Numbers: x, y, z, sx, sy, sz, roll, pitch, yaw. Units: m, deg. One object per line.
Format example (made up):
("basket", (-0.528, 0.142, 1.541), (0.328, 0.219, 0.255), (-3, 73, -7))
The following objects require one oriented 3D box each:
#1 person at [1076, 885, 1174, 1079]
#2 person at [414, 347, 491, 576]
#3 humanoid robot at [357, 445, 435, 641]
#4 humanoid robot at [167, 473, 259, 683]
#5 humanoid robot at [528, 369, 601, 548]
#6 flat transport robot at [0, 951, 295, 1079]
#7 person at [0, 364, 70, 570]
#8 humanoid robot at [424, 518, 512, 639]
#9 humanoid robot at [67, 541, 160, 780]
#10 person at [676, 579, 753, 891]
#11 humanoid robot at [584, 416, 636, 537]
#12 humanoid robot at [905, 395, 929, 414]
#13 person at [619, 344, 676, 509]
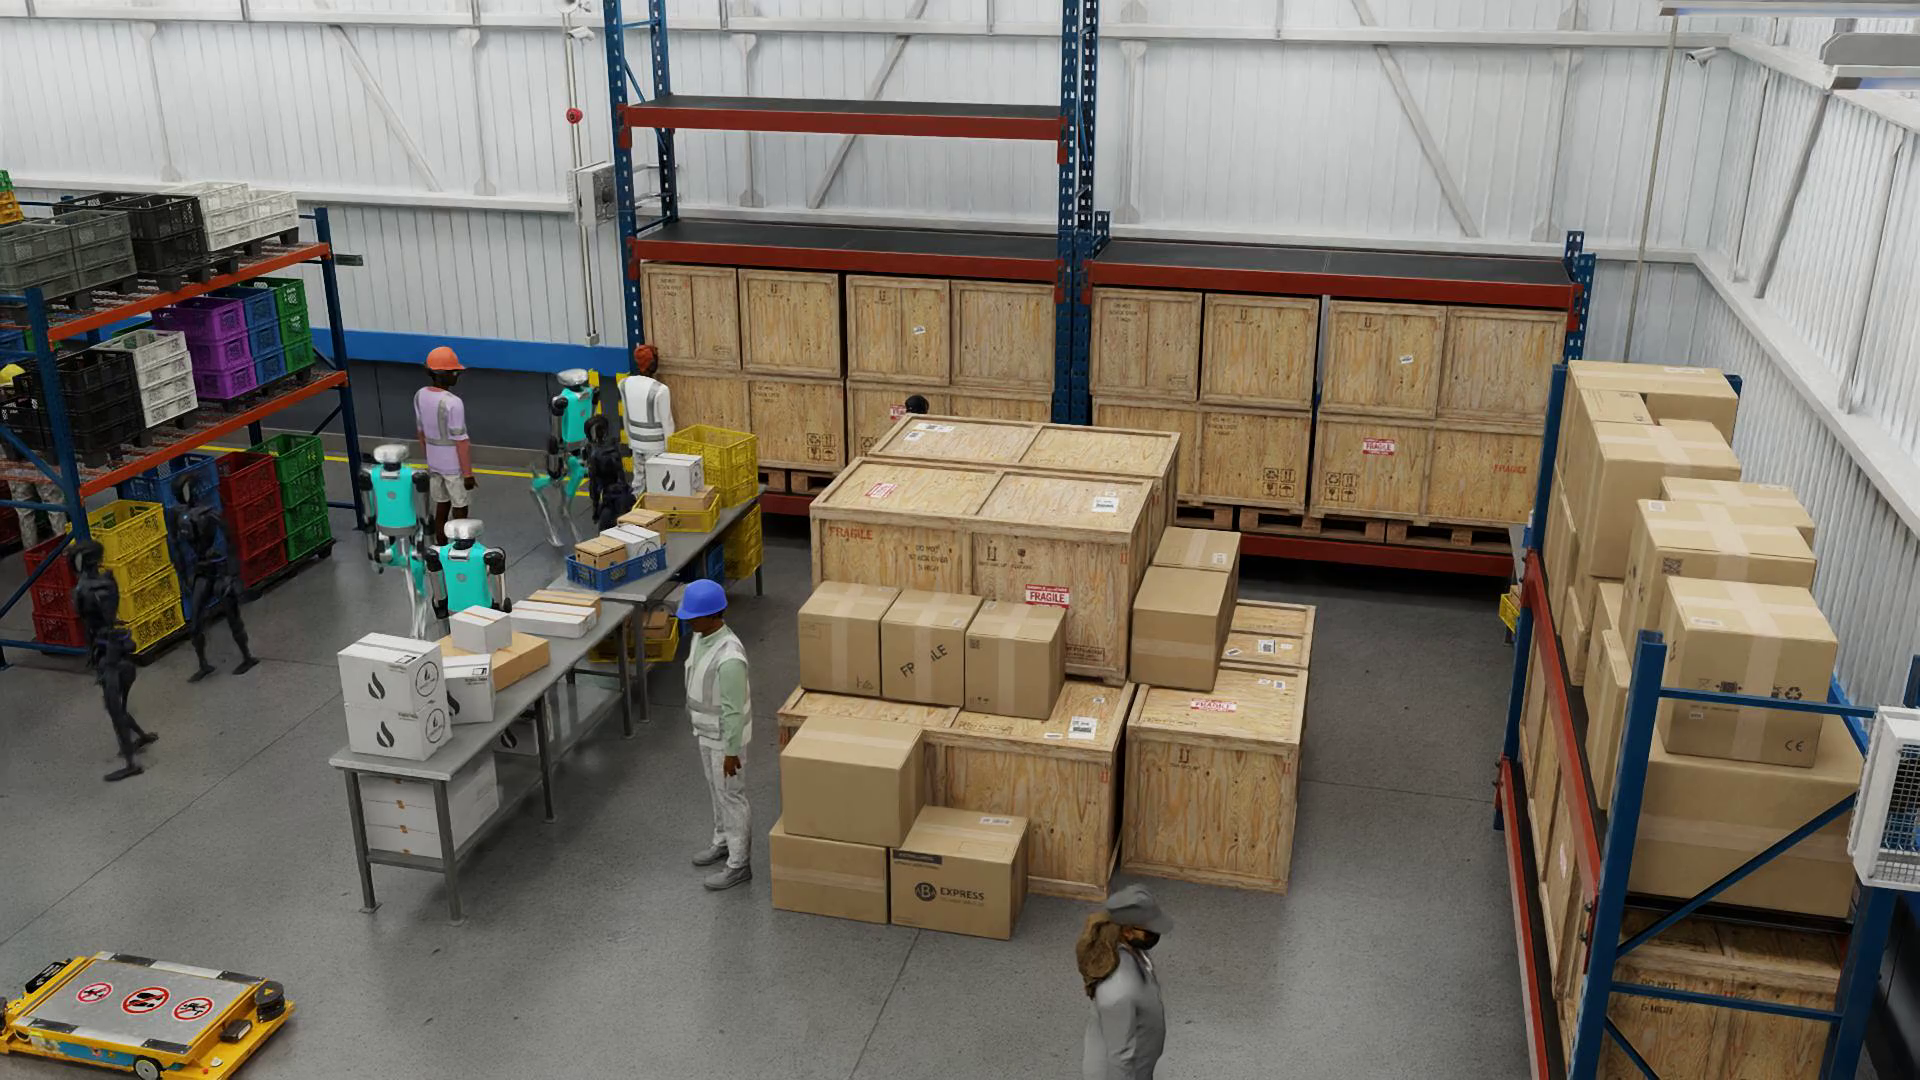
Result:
("person", (0.677, 2.240, 7.082), (0.399, 1.767, 0.572), (2, 21, 6))
("person", (-4.373, -0.656, 14.286), (0.607, 2.040, 0.390), (16, 26, 36))
("humanoid robot", (-4.268, 0.052, 12.842), (0.551, 1.729, 1.014), (-1, 21, -3))
("humanoid robot", (-5.577, 0.272, 12.382), (0.609, 1.637, 0.540), (6, 22, 15))
("humanoid robot", (-3.591, -0.685, 14.807), (0.845, 1.786, 0.535), (13, 24, 30))
("flat transport robot", (-4.270, 2.464, 8.601), (1.431, 0.231, 0.659), (5, 22, 13))
("person", (-8.116, -0.638, 14.524), (0.599, 1.829, 0.404), (-11, 23, -26))
("humanoid robot", (-3.219, 0.570, 11.310), (0.533, 1.677, 0.735), (2, 21, 5))
("humanoid robot", (-5.640, 0.762, 11.108), (0.413, 1.654, 0.588), (-17, 27, -37))
("person", (-1.425, 1.122, 9.776), (0.413, 1.939, 0.603), (-10, 23, -24))
("humanoid robot", (-2.869, -0.278, 13.894), (0.805, 1.621, 0.604), (-18, 27, -39))
("humanoid robot", (-0.447, -0.404, 14.140), (0.604, 1.645, 0.480), (19, 28, 40))
("person", (-2.788, -0.840, 14.992), (0.571, 1.876, 0.338), (13, 25, 31))
